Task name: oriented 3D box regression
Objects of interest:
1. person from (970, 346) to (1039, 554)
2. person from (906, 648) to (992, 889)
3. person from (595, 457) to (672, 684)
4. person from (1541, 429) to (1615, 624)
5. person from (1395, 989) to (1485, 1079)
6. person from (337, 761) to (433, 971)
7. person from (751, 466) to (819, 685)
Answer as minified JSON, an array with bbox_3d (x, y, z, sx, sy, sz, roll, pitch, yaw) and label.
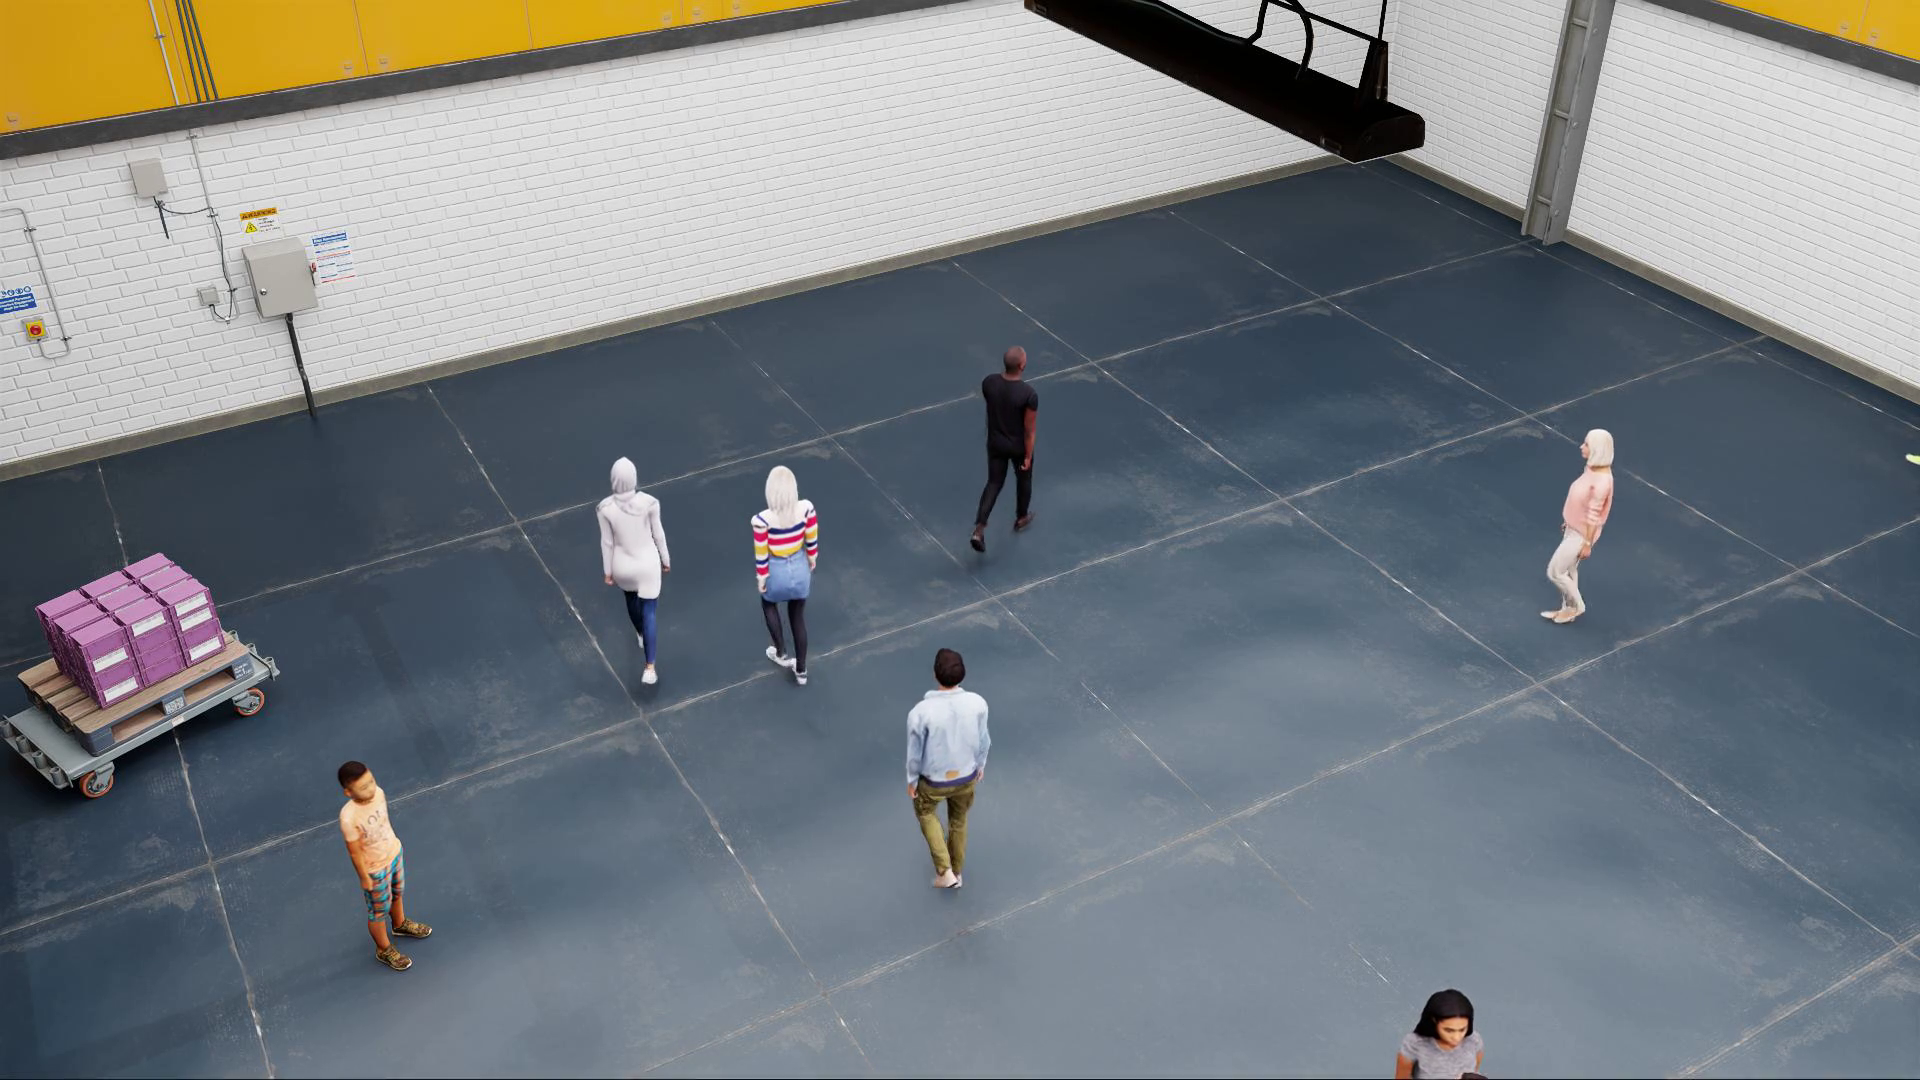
[{"bbox_3d":[0.348,-0.716,13.558,1.182,1.790,1.111,17,37,23],"label":"person"},{"bbox_3d":[-0.059,1.489,10.229,0.759,1.802,0.777,-11,35,-16],"label":"person"},{"bbox_3d":[-2.365,0.256,12.138,0.924,1.742,1.207,-4,34,-5],"label":"person"},{"bbox_3d":[4.805,-0.061,12.641,0.786,1.714,0.714,5,34,7],"label":"person"},{"bbox_3d":[2.291,2.846,8.210,0.650,1.777,0.658,-4,34,-7],"label":"person"},{"bbox_3d":[-3.477,1.904,9.914,0.659,1.461,0.596,8,34,11],"label":"person"},{"bbox_3d":[-1.229,0.294,12.033,0.685,1.795,0.704,-15,36,-21],"label":"person"}]
